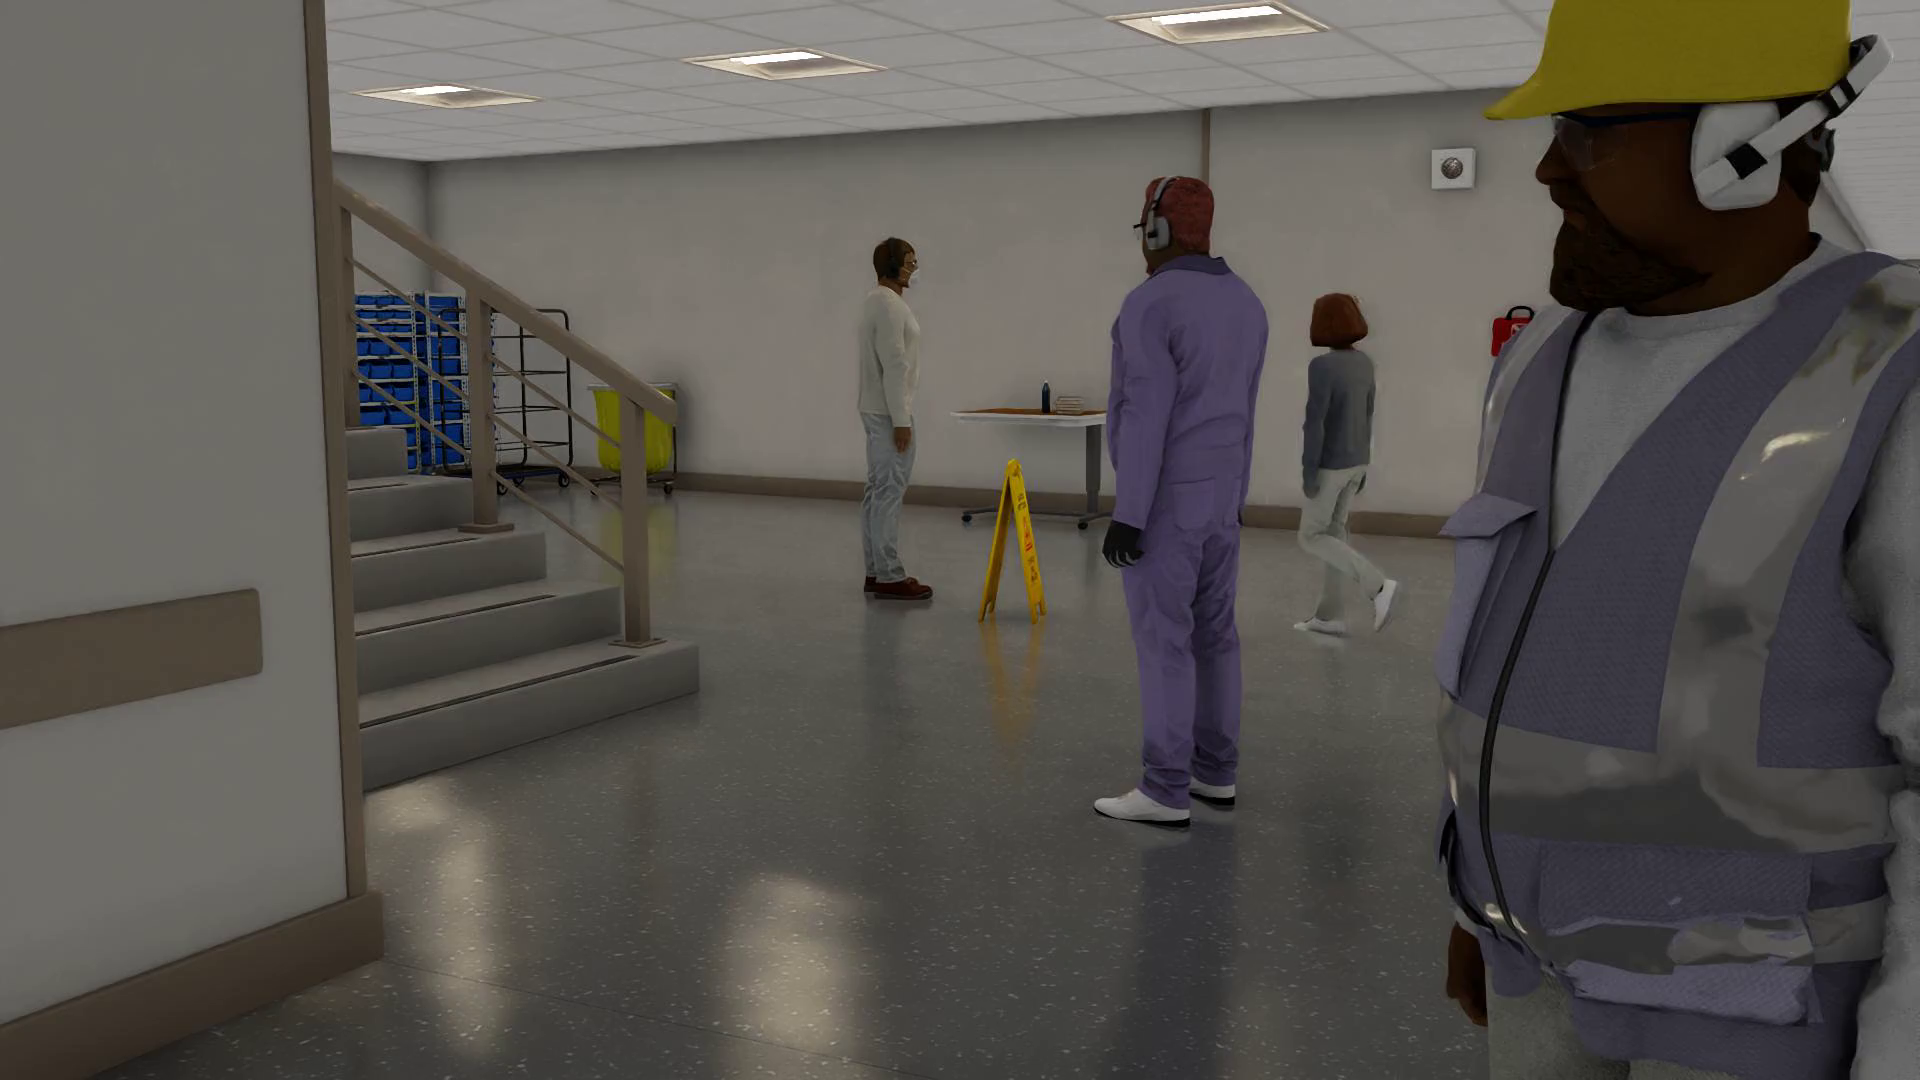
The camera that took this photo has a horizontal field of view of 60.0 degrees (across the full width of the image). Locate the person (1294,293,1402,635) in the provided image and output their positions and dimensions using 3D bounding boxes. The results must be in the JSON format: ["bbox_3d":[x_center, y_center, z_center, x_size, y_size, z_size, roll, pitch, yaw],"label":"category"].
[{"bbox_3d":[1.787,-0.325,7.682,0.579,1.622,0.508,7,10,44],"label":"person"}]

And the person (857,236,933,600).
[{"bbox_3d":[-0.367,-0.651,8.952,0.372,1.940,0.627,-2,8,-12],"label":"person"}]

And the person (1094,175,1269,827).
[{"bbox_3d":[0.633,-0.114,4.951,0.407,1.905,0.655,6,10,40],"label":"person"}]
